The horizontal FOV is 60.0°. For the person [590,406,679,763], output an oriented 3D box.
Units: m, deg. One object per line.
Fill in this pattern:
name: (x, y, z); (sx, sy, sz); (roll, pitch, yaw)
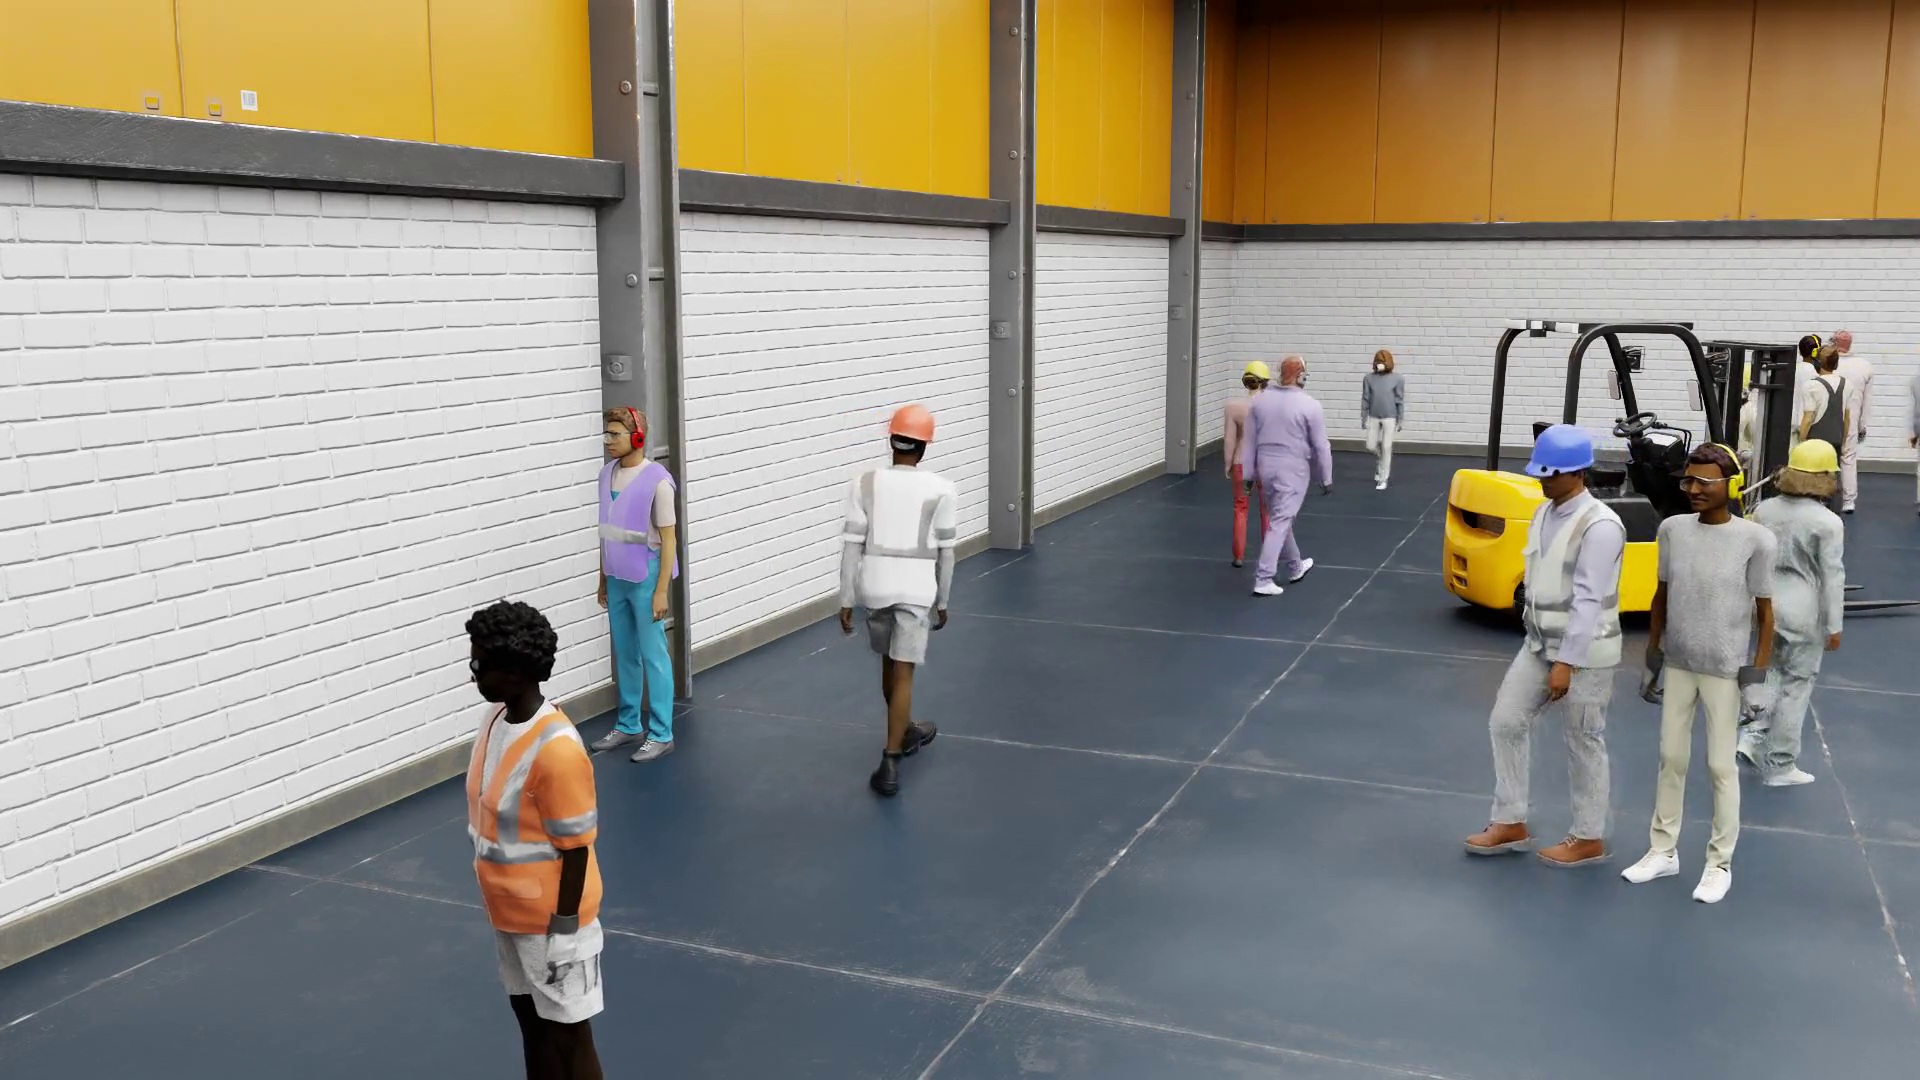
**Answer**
person: (-1.687, 0.221, 8.689); (0.566, 1.846, 0.387); (8, 12, 41)

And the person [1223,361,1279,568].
person: (2.501, -0.633, 14.128); (0.523, 1.763, 0.329); (2, 10, 14)

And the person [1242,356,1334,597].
person: (2.627, -0.511, 13.070); (0.970, 1.854, 0.671); (-8, 12, -41)

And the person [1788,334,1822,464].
person: (8.615, -1.156, 16.962); (0.328, 1.872, 0.512); (-4, 10, -25)

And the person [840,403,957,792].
person: (-0.308, 0.269, 8.316); (0.552, 1.885, 0.947); (2, 10, 11)

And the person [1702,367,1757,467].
person: (6.121, -0.505, 13.296); (0.942, 1.784, 0.594); (0, 9, -2)

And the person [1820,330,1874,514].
person: (9.062, -1.200, 17.235); (0.670, 1.928, 0.454); (1, 9, 4)

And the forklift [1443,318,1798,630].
forklift: (4.706, -0.497, 11.990); (2.313, 2.155, 1.214); (-2, 10, -10)

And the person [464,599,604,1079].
person: (-1.142, 0.991, 4.477); (0.321, 1.695, 0.536); (-7, 12, -36)

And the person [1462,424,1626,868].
person: (2.466, 0.466, 7.017); (0.717, 1.910, 0.601); (-2, 10, -15)

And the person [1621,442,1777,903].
person: (3.013, 0.530, 6.747); (0.323, 1.870, 0.518); (-7, 12, -37)

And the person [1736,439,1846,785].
person: (4.128, 0.362, 8.188); (0.355, 1.728, 0.500); (-4, 10, -22)

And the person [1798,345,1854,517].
person: (7.900, -0.862, 15.256); (0.507, 1.847, 0.344); (-2, 10, -10)

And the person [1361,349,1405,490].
person: (4.889, -1.395, 19.186); (0.499, 1.618, 0.449); (6, 11, 30)

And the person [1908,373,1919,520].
person: (9.808, -1.084, 16.671); (0.429, 1.816, 0.613); (-6, 11, -30)
